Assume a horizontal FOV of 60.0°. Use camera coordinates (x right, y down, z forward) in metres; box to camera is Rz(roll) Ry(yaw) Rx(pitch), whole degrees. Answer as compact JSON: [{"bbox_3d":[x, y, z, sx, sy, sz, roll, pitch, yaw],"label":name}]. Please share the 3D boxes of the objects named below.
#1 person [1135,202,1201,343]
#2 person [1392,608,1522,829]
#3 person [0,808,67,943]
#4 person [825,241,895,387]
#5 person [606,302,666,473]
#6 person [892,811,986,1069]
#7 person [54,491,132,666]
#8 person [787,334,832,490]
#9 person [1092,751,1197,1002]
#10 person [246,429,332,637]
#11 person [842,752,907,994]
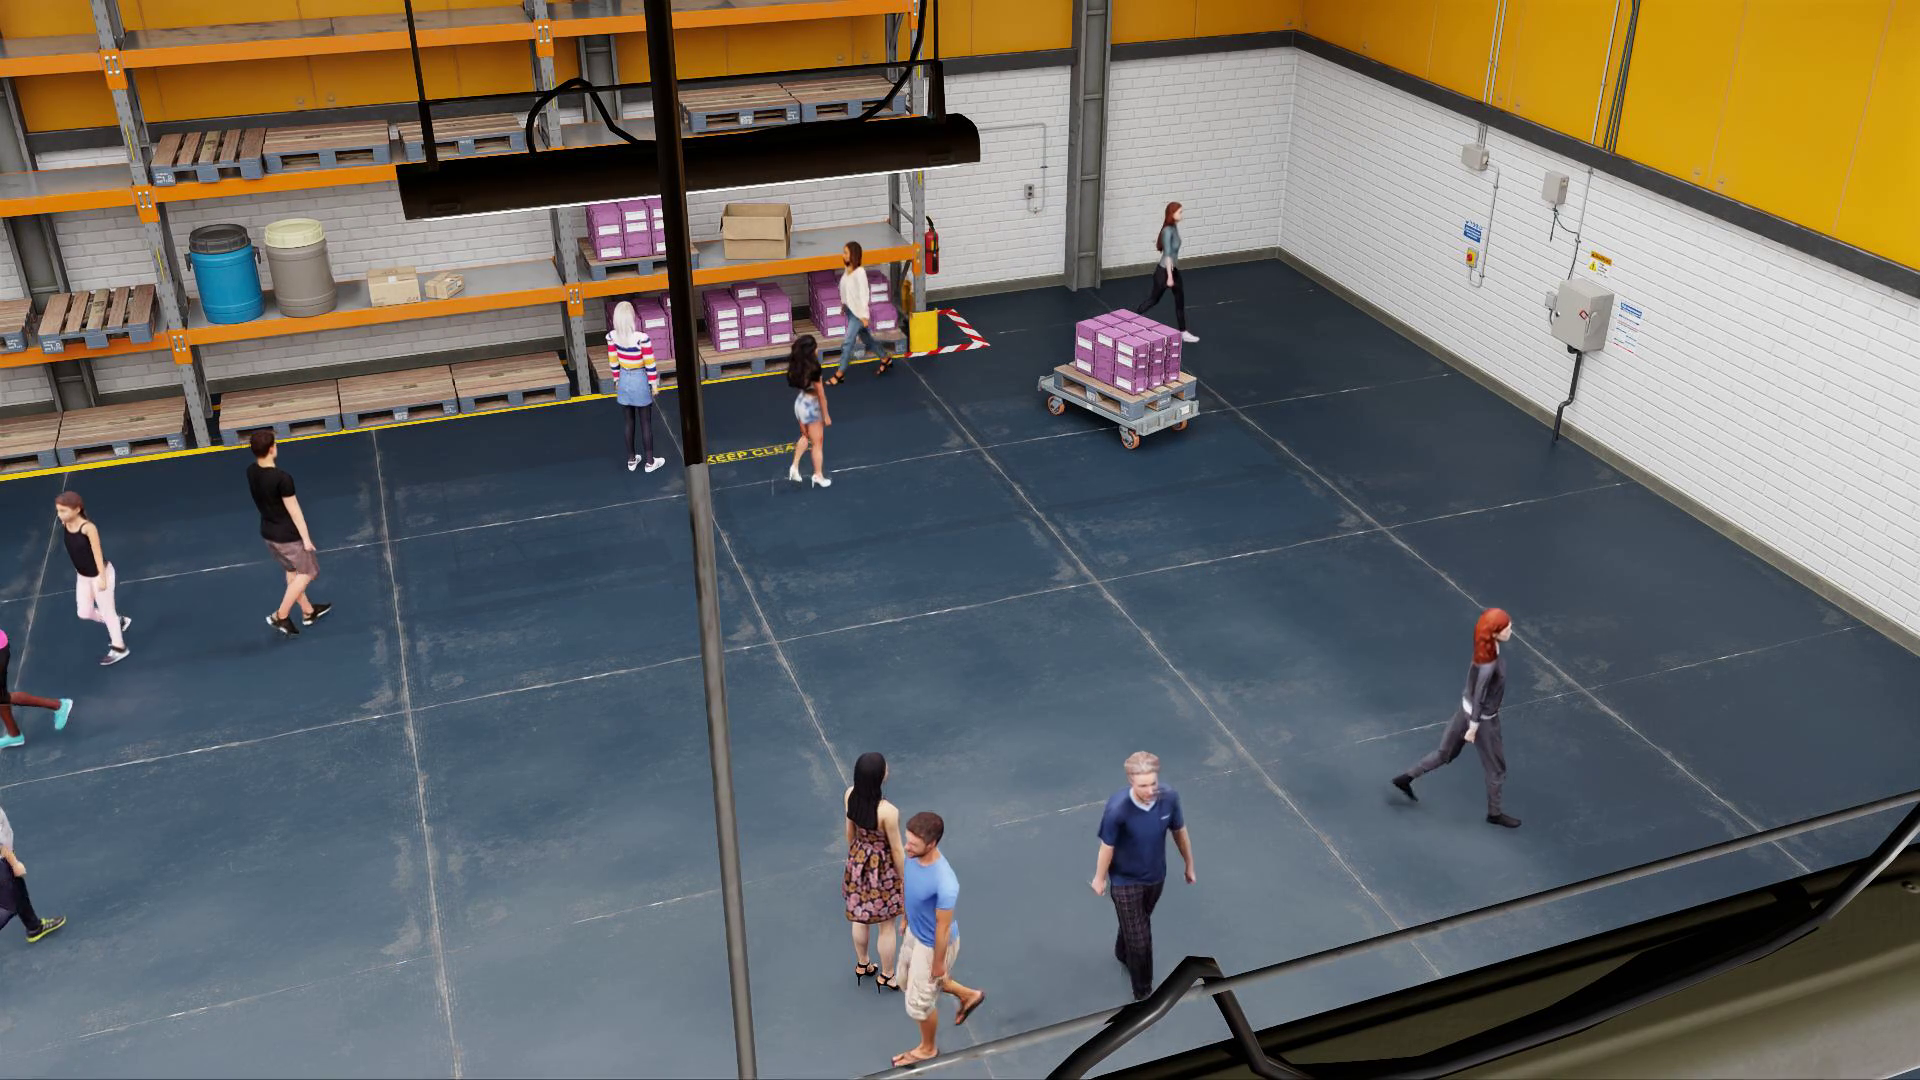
[{"bbox_3d":[2.372,-3.159,19.770,1.199,1.703,1.089,10,30,18],"label":"person"},{"bbox_3d":[3.549,1.237,11.677,1.206,1.736,0.986,5,29,10],"label":"person"},{"bbox_3d":[-6.132,2.019,10.451,0.806,1.538,0.980,23,36,35],"label":"person"},{"bbox_3d":[-1.080,-2.551,18.724,1.077,1.638,0.662,-11,30,-19],"label":"person"},{"bbox_3d":[-3.274,-1.547,16.705,0.683,1.809,0.783,8,30,15],"label":"person"},{"bbox_3d":[-0.098,2.280,9.651,0.878,1.846,0.673,-12,31,-20],"label":"person"},{"bbox_3d":[-7.052,0.261,13.654,0.724,1.556,0.778,11,30,19],"label":"person"},{"bbox_3d":[-1.516,-1.237,16.334,0.692,1.620,0.636,-18,33,-29],"label":"person"},{"bbox_3d":[1.027,2.006,10.158,0.850,1.841,0.876,-15,32,-25],"label":"person"},{"bbox_3d":[-5.714,-0.041,13.905,1.010,1.847,1.078,16,33,27],"label":"person"},{"bbox_3d":[-0.513,2.033,10.179,0.798,1.774,0.840,20,34,32],"label":"person"}]
